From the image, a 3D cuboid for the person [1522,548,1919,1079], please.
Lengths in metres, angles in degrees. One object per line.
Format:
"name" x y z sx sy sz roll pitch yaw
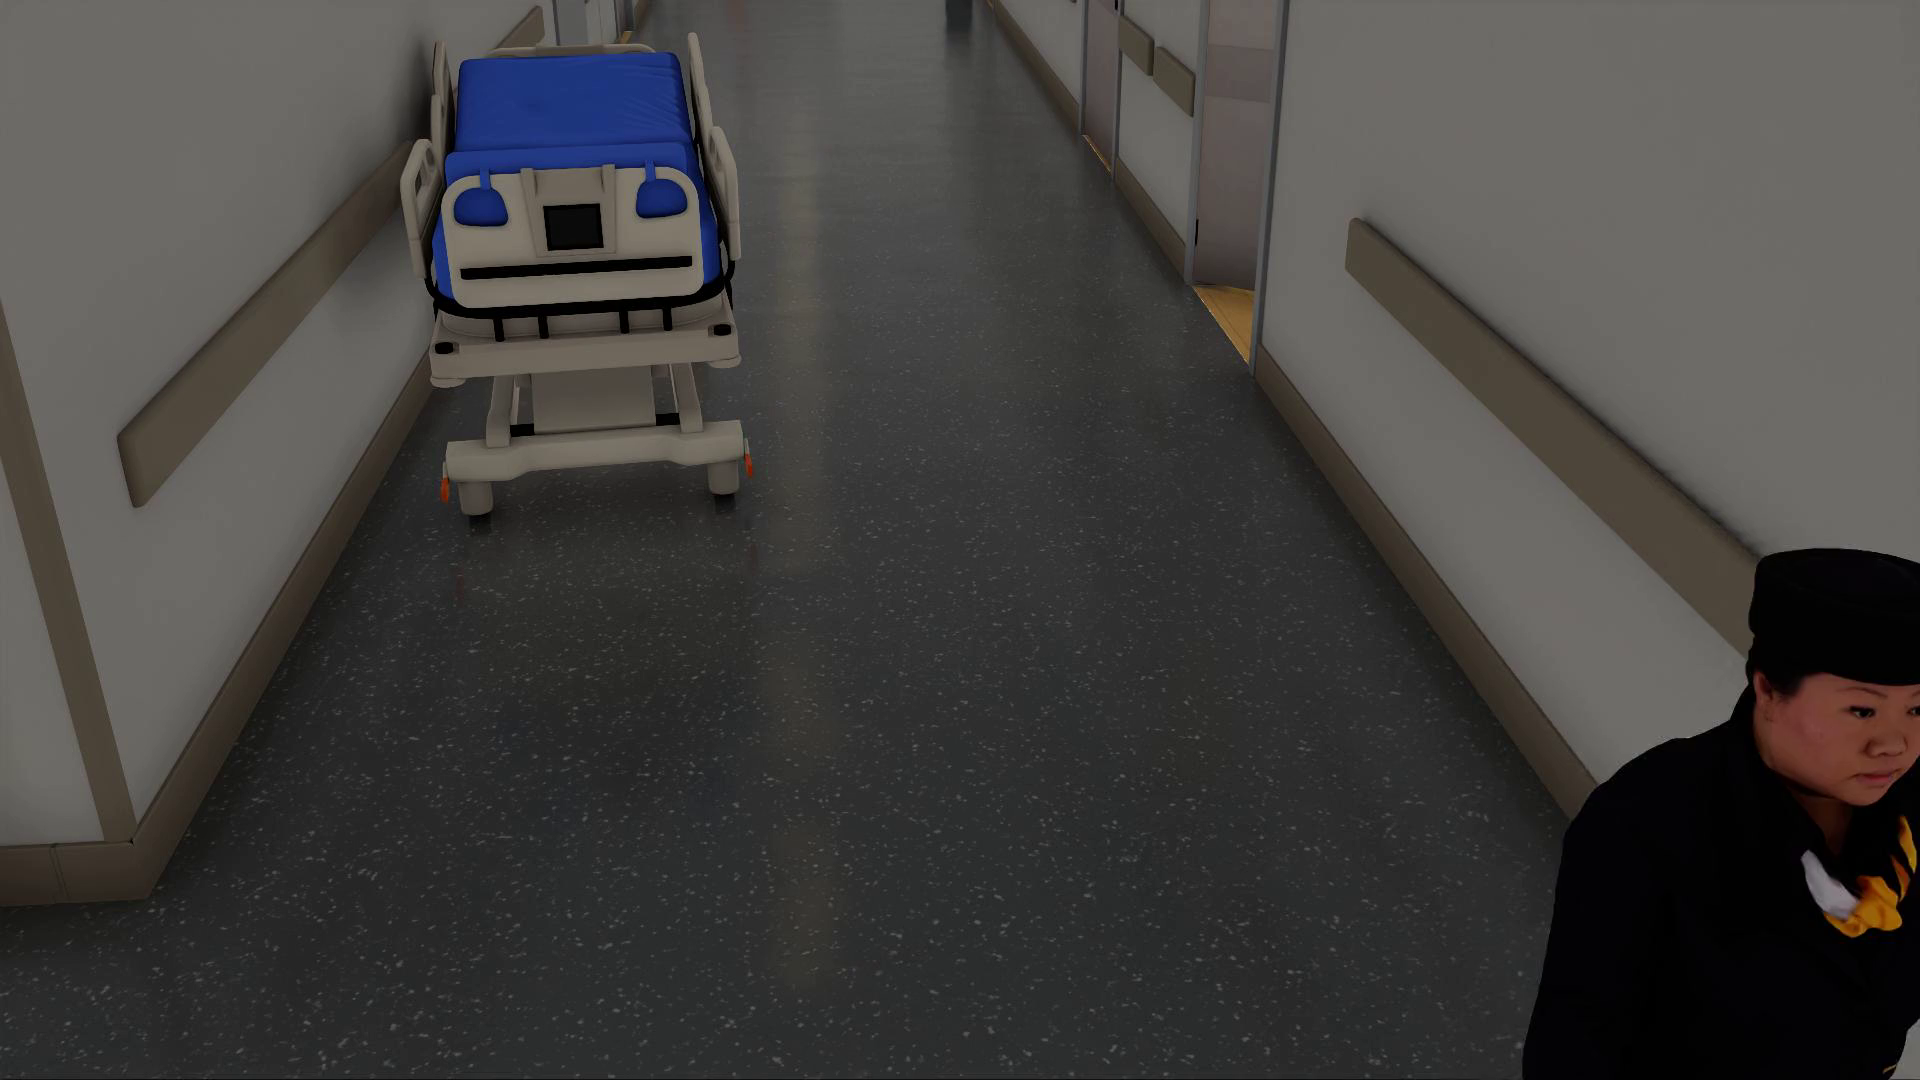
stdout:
"person" 0.946 0.747 2.238 0.989 1.629 0.780 -3 26 -6
